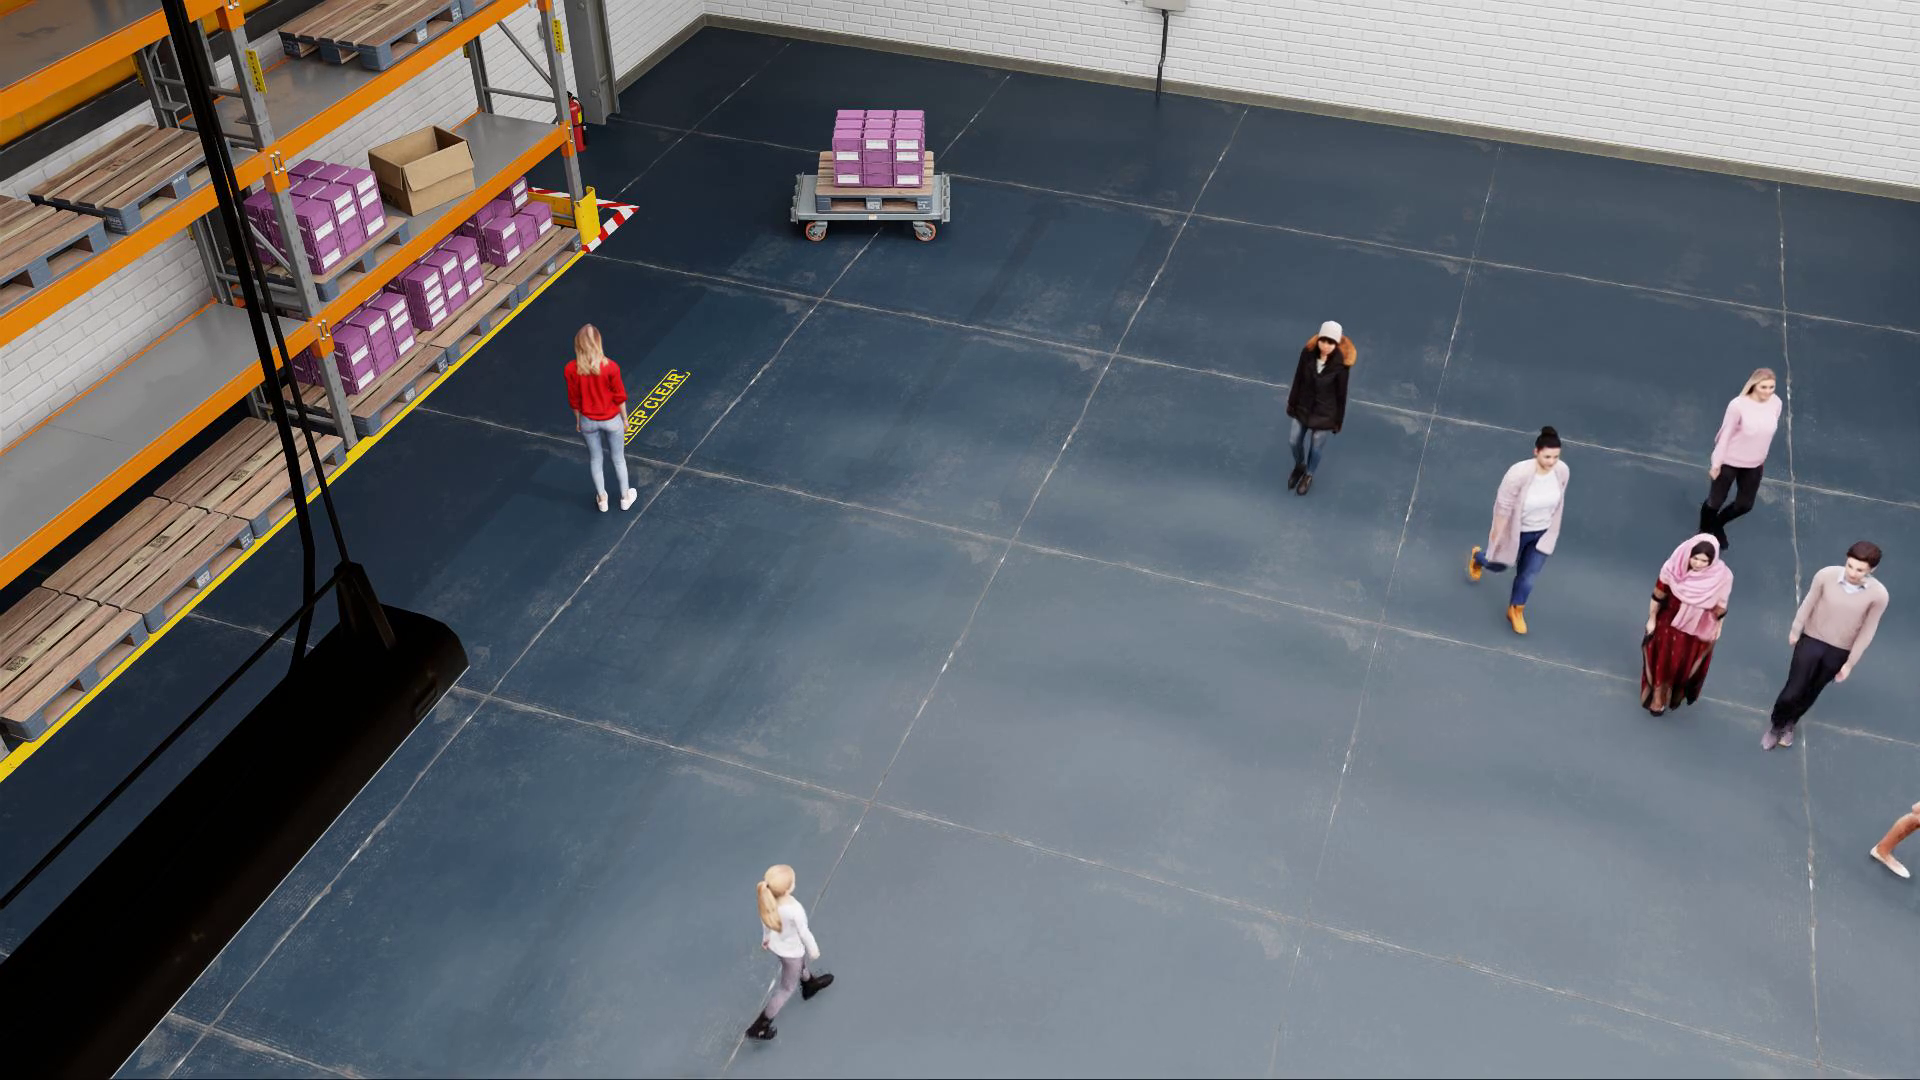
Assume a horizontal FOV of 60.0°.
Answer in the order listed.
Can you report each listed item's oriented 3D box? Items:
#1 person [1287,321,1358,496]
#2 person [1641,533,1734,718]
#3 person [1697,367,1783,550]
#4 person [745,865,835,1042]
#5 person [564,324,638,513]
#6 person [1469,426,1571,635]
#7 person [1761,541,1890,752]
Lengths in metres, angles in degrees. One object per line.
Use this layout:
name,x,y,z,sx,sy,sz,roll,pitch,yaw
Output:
person,2.922,-1.109,13.552,0.682,1.625,0.636,19,42,22
person,5.026,0.536,11.509,0.725,1.605,0.738,19,42,22
person,6.025,-0.663,12.954,0.697,1.675,0.706,-2,39,-2
person,-1.029,2.360,9.496,0.955,1.266,0.759,-28,46,-30
person,-2.874,-0.960,13.302,0.683,1.705,0.651,-3,39,-3
person,4.132,-0.157,12.283,0.967,1.721,1.120,-6,39,-7
person,5.856,0.670,11.194,0.680,1.788,0.716,21,43,25
